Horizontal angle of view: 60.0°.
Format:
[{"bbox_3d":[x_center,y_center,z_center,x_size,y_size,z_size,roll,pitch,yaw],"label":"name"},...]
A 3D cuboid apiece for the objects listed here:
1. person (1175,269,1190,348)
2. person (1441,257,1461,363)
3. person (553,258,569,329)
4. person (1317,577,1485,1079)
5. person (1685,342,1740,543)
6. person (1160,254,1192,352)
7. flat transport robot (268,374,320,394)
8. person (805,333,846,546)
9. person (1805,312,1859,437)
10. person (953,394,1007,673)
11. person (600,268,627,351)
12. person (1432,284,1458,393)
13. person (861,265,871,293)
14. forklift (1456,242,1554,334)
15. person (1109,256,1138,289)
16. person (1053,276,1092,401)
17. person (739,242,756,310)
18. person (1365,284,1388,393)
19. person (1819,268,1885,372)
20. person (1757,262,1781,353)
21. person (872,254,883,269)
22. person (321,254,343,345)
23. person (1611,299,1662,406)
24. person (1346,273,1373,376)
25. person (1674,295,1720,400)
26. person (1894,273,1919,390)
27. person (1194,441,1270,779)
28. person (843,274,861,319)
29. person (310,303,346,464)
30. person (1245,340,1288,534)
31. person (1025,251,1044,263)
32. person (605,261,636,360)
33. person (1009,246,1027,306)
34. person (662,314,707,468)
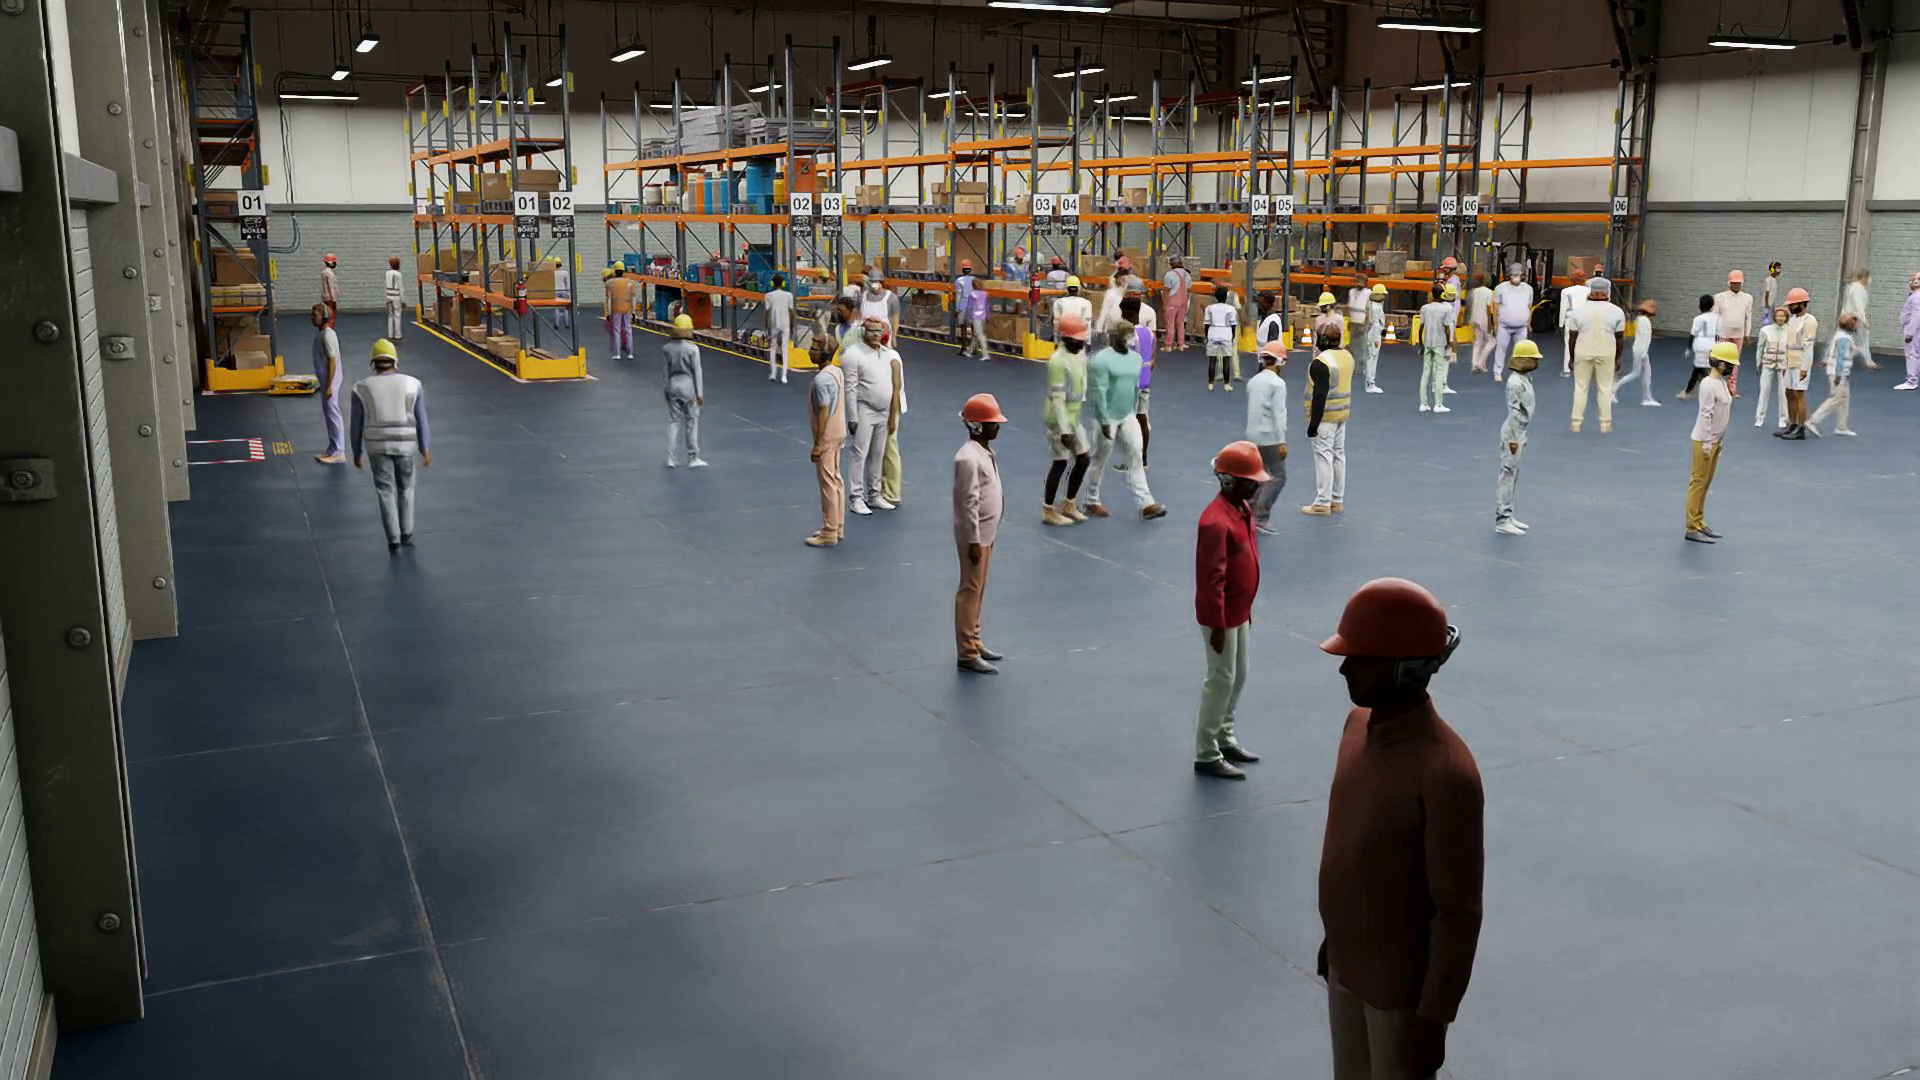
[{"bbox_3d":[4.754,-4.933,35.504,0.319,1.687,0.538,-2,11,-8],"label":"person"},{"bbox_3d":[9.426,-4.424,32.051,0.419,2.034,0.605,3,11,13],"label":"person"},{"bbox_3d":[-10.001,-6.148,41.476,0.523,1.769,0.319,-5,12,-23],"label":"person"},{"bbox_3d":[1.067,1.070,4.206,0.382,1.993,0.622,-2,11,-12],"label":"person"},{"bbox_3d":[6.621,-0.860,14.629,0.335,1.759,0.523,8,14,36],"label":"person"},{"bbox_3d":[4.466,-4.955,34.711,0.685,2.000,0.535,-8,14,-36],"label":"person"},{"bbox_3d":[-10.720,-2.525,26.875,0.652,0.197,1.431,-3,11,-13],"label":"flat transport robot"},{"bbox_3d":[-1.168,-0.865,14.424,0.345,1.847,0.508,2,11,11],"label":"person"},{"bbox_3d":[11.333,-2.143,21.512,0.559,1.626,0.601,6,13,29],"label":"person"},{"bbox_3d":[0.130,-0.050,10.515,0.332,1.753,0.561,2,11,10],"label":"person"},{"bbox_3d":[-7.242,-4.808,34.783,0.568,1.715,0.613,-1,11,-4],"label":"person"},{"bbox_3d":[7.805,-3.229,26.697,0.300,1.745,0.483,-1,11,-7],"label":"person"},{"bbox_3d":[-2.304,-5.897,40.576,0.320,1.625,0.544,-2,11,-10],"label":"person"},{"bbox_3d":[13.047,-6.049,39.881,2.313,2.155,1.214,-5,12,-23],"label":"forklift"},{"bbox_3d":[3.280,-4.651,33.224,0.656,2.021,0.663,-1,11,-3],"label":"person"},{"bbox_3d":[1.718,-3.074,25.479,0.588,1.917,0.398,1,11,7],"label":"person"},{"bbox_3d":[-6.303,-7.851,49.471,0.611,2.031,0.410,3,11,14],"label":"person"},{"bbox_3d":[6.716,-3.248,26.796,0.297,1.744,0.487,2,11,12],"label":"person"},{"bbox_3d":[16.298,-4.000,30.308,1.074,1.881,0.649,10,15,42],"label":"person"},{"bbox_3d":[16.777,-4.816,34.444,0.313,1.869,0.528,9,14,38],"label":"person"},{"bbox_3d":[-2.444,-7.983,51.173,0.515,1.618,0.699,-6,12,-27],"label":"person"},{"bbox_3d":[-13.771,-5.268,36.458,0.409,1.986,0.618,-7,13,-33],"label":"person"},{"bbox_3d":[10.169,-2.817,24.966,0.733,1.598,0.525,5,12,23],"label":"person"},{"bbox_3d":[7.113,-3.850,29.724,0.389,1.820,0.741,-6,13,-29],"label":"person"},{"bbox_3d":[11.285,-2.898,25.262,0.540,1.647,0.881,-7,13,-32],"label":"person"},{"bbox_3d":[15.573,-3.409,27.196,0.408,1.906,0.653,9,14,38],"label":"person"},{"bbox_3d":[1.390,0.354,8.506,0.354,1.737,0.574,5,12,23],"label":"person"},{"bbox_3d":[-2.296,-4.777,34.883,0.552,1.609,0.490,0,11,2],"label":"person"},{"bbox_3d":[-7.308,-1.803,19.192,0.342,1.846,0.508,-6,13,-27],"label":"person"},{"bbox_3d":[2.783,-0.931,15.044,0.421,1.731,0.583,-4,12,-19],"label":"person"},{"bbox_3d":[2.405,-8.644,53.876,0.662,1.880,0.738,0,11,-3],"label":"person"},{"bbox_3d":[-6.684,-4.518,32.784,0.588,1.927,0.365,-5,12,-22],"label":"person"},{"bbox_3d":[1.771,-8.025,50.761,0.579,1.869,0.677,-2,11,-9],"label":"person"},{"bbox_3d":[-3.136,-1.682,18.872,0.493,1.749,0.352,5,12,24],"label":"person"}]
